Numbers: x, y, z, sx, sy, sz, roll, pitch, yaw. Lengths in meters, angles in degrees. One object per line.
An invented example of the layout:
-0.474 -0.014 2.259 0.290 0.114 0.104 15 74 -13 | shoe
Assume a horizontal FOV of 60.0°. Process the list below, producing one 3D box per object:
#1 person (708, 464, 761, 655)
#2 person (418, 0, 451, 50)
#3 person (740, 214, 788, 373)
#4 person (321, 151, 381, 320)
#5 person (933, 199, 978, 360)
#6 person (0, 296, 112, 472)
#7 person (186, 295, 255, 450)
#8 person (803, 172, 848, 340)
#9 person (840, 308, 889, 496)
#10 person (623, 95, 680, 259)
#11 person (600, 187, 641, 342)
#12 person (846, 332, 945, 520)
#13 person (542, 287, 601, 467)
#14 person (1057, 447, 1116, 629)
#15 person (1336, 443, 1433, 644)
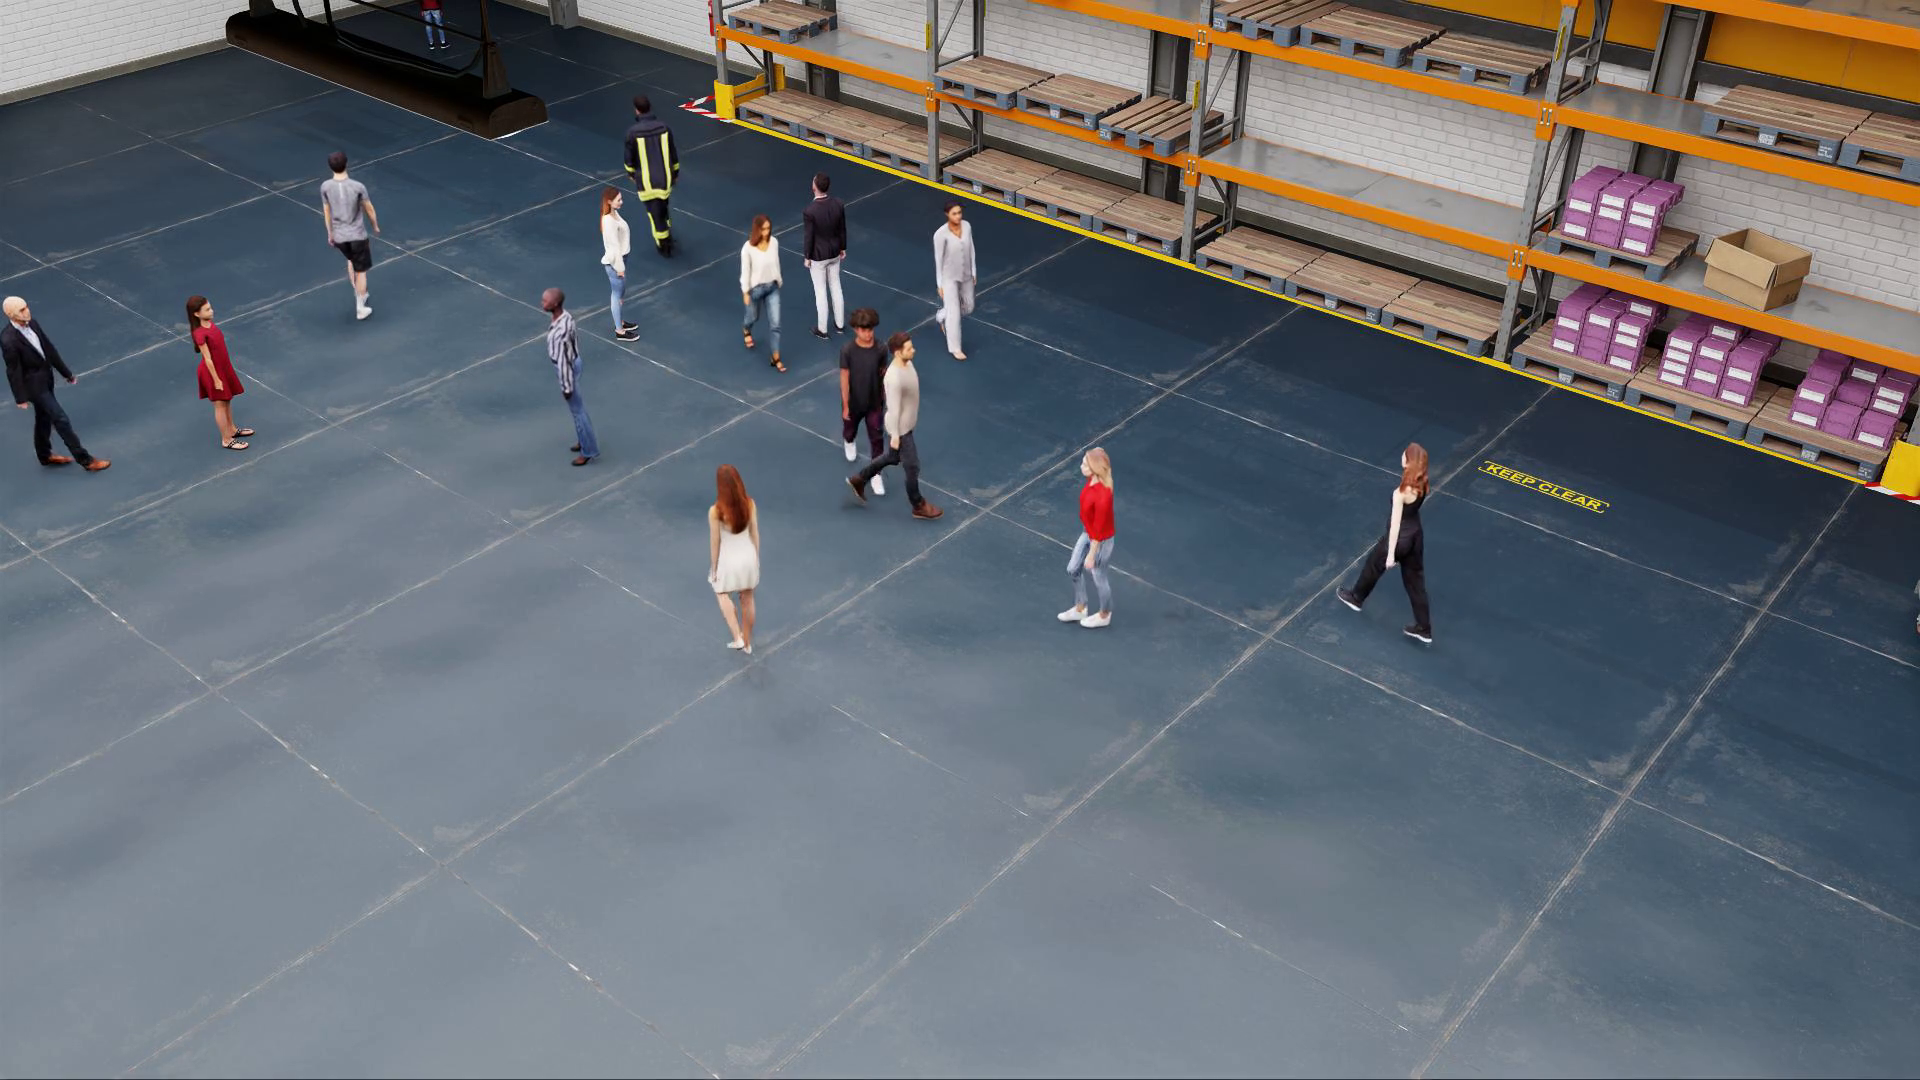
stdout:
-1.729 0.212 13.029 0.719 1.701 0.785 -13 36 -19 | person
-8.433 -8.479 26.508 0.577 1.255 0.640 -2 34 -3 | person
-2.107 -2.625 17.357 0.854 1.635 1.174 -18 38 -25 | person
-6.682 -3.284 18.152 0.914 1.852 0.947 1 34 2 | person
-0.092 -2.792 17.536 0.775 1.716 0.969 -22 39 -29 | person
-8.643 -1.439 15.452 1.128 1.769 1.041 -1 34 -1 | person
-7.132 -1.623 15.922 0.739 1.554 0.679 -5 34 -8 | person
-1.443 -3.052 17.811 0.714 1.844 0.664 -20 38 -27 | person
-0.917 -1.344 15.322 1.040 1.755 1.166 -6 34 -9 | person
-3.573 -4.238 19.547 0.932 1.897 1.071 -19 38 -26 | person
-3.685 -2.971 17.824 0.763 1.694 0.690 -5 34 -7 | person
-0.609 -1.008 14.737 1.239 1.842 1.043 5 34 7 | person
-3.655 -1.548 15.597 0.774 1.791 0.683 -8 34 -11 | person
1.172 0.002 13.350 0.847 1.695 0.782 -5 34 -8 | person
3.605 0.060 13.262 0.734 1.697 1.194 -26 41 -33 | person
